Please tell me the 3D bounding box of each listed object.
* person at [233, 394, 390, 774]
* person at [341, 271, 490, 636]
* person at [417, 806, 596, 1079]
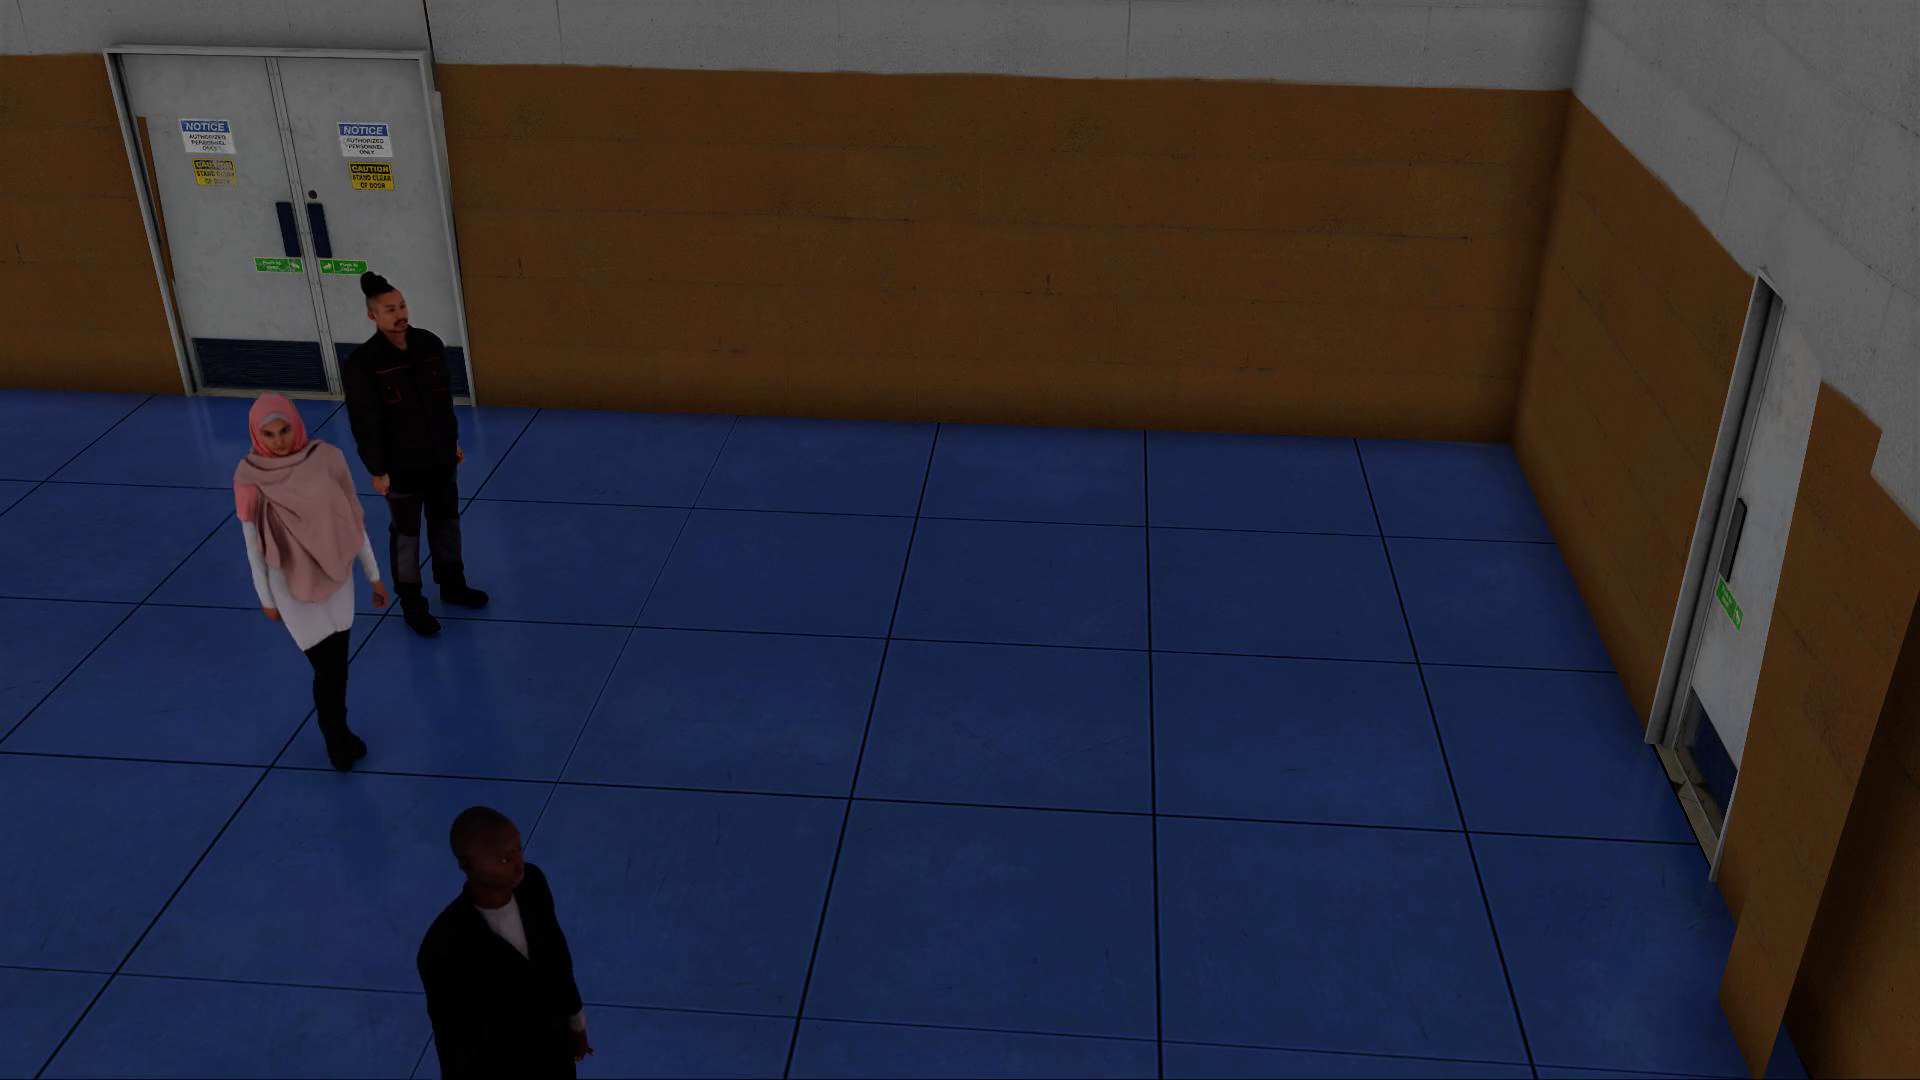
[{"bbox_3d":[-2.859,0.170,7.253,0.839,1.790,0.770,24,37,36],"label":"person"},{"bbox_3d":[-2.729,-0.408,8.315,0.913,1.763,0.754,17,33,28],"label":"person"},{"bbox_3d":[-1.367,1.497,4.861,0.888,1.752,0.866,14,32,24],"label":"person"}]
